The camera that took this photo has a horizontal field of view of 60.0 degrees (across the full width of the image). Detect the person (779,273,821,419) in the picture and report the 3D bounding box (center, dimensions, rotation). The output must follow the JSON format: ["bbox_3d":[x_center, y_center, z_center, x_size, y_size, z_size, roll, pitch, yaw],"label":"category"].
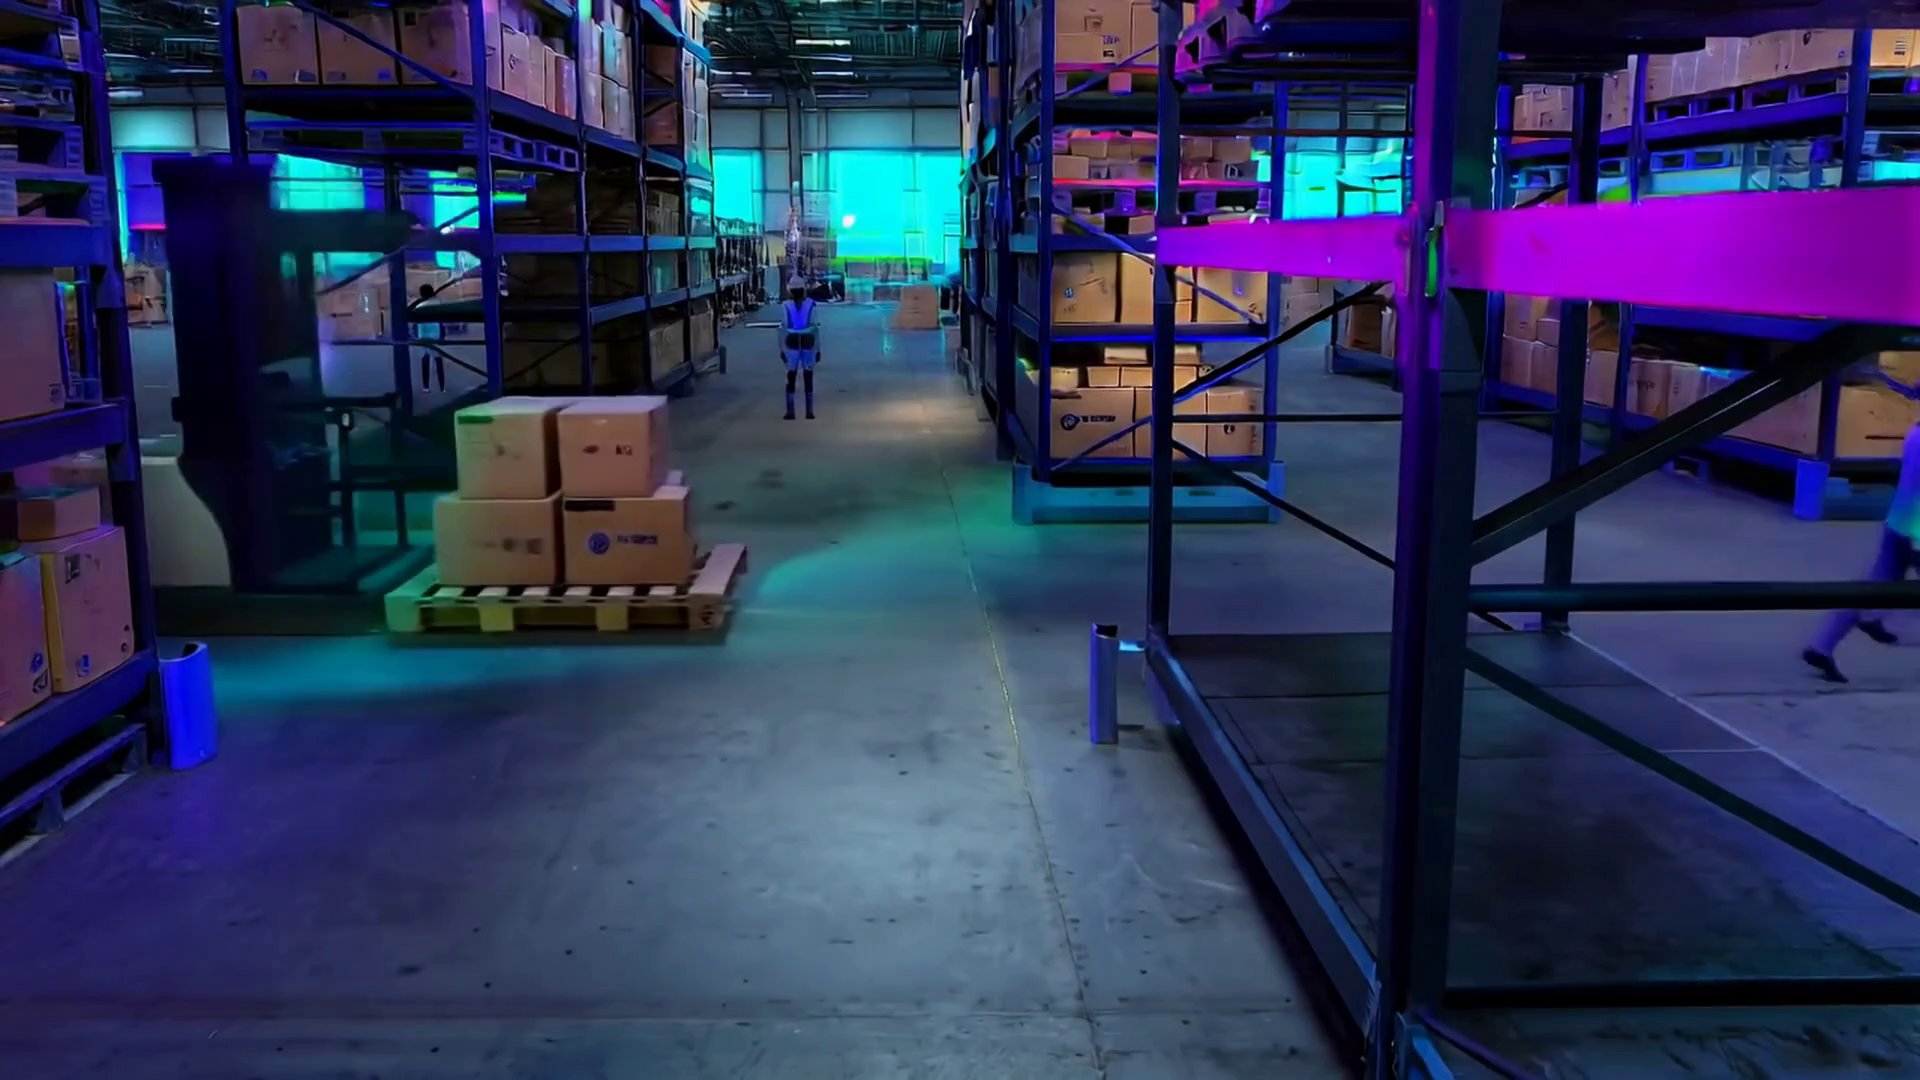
[{"bbox_3d":[-2.111,-2.548,21.969,0.543,1.928,0.373,-1,10,-3],"label":"person"}]

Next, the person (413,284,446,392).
[{"bbox_3d":[-8.294,-3.153,25.996,0.532,1.693,0.319,-5,12,-28],"label":"person"}]

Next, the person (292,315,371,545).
[{"bbox_3d":[-4.456,-0.612,11.391,0.999,1.855,0.648,0,10,2],"label":"person"}]

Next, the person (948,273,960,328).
[{"bbox_3d":[-0.081,-4.690,34.536,0.317,1.698,0.540,-1,10,-3],"label":"person"}]

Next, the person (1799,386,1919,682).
[{"bbox_3d":[4.934,-0.053,8.678,0.903,1.722,0.530,3,11,17],"label":"person"}]

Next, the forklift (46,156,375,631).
[{"bbox_3d":[-4.476,-0.908,10.179,1.873,2.768,1.129,0,10,-2],"label":"forklift"}]

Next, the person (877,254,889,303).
[{"bbox_3d":[-2.974,-9.989,63.535,0.572,1.887,0.356,9,14,42],"label":"person"}]

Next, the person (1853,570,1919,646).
[{"bbox_3d":[5.674,-0.211,9.361,0.982,1.778,0.595,3,11,19],"label":"person"}]

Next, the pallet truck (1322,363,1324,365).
[{"bbox_3d":[7.712,-4.157,30.737,1.885,1.965,0.823,3,11,16],"label":"pallet truck"}]
